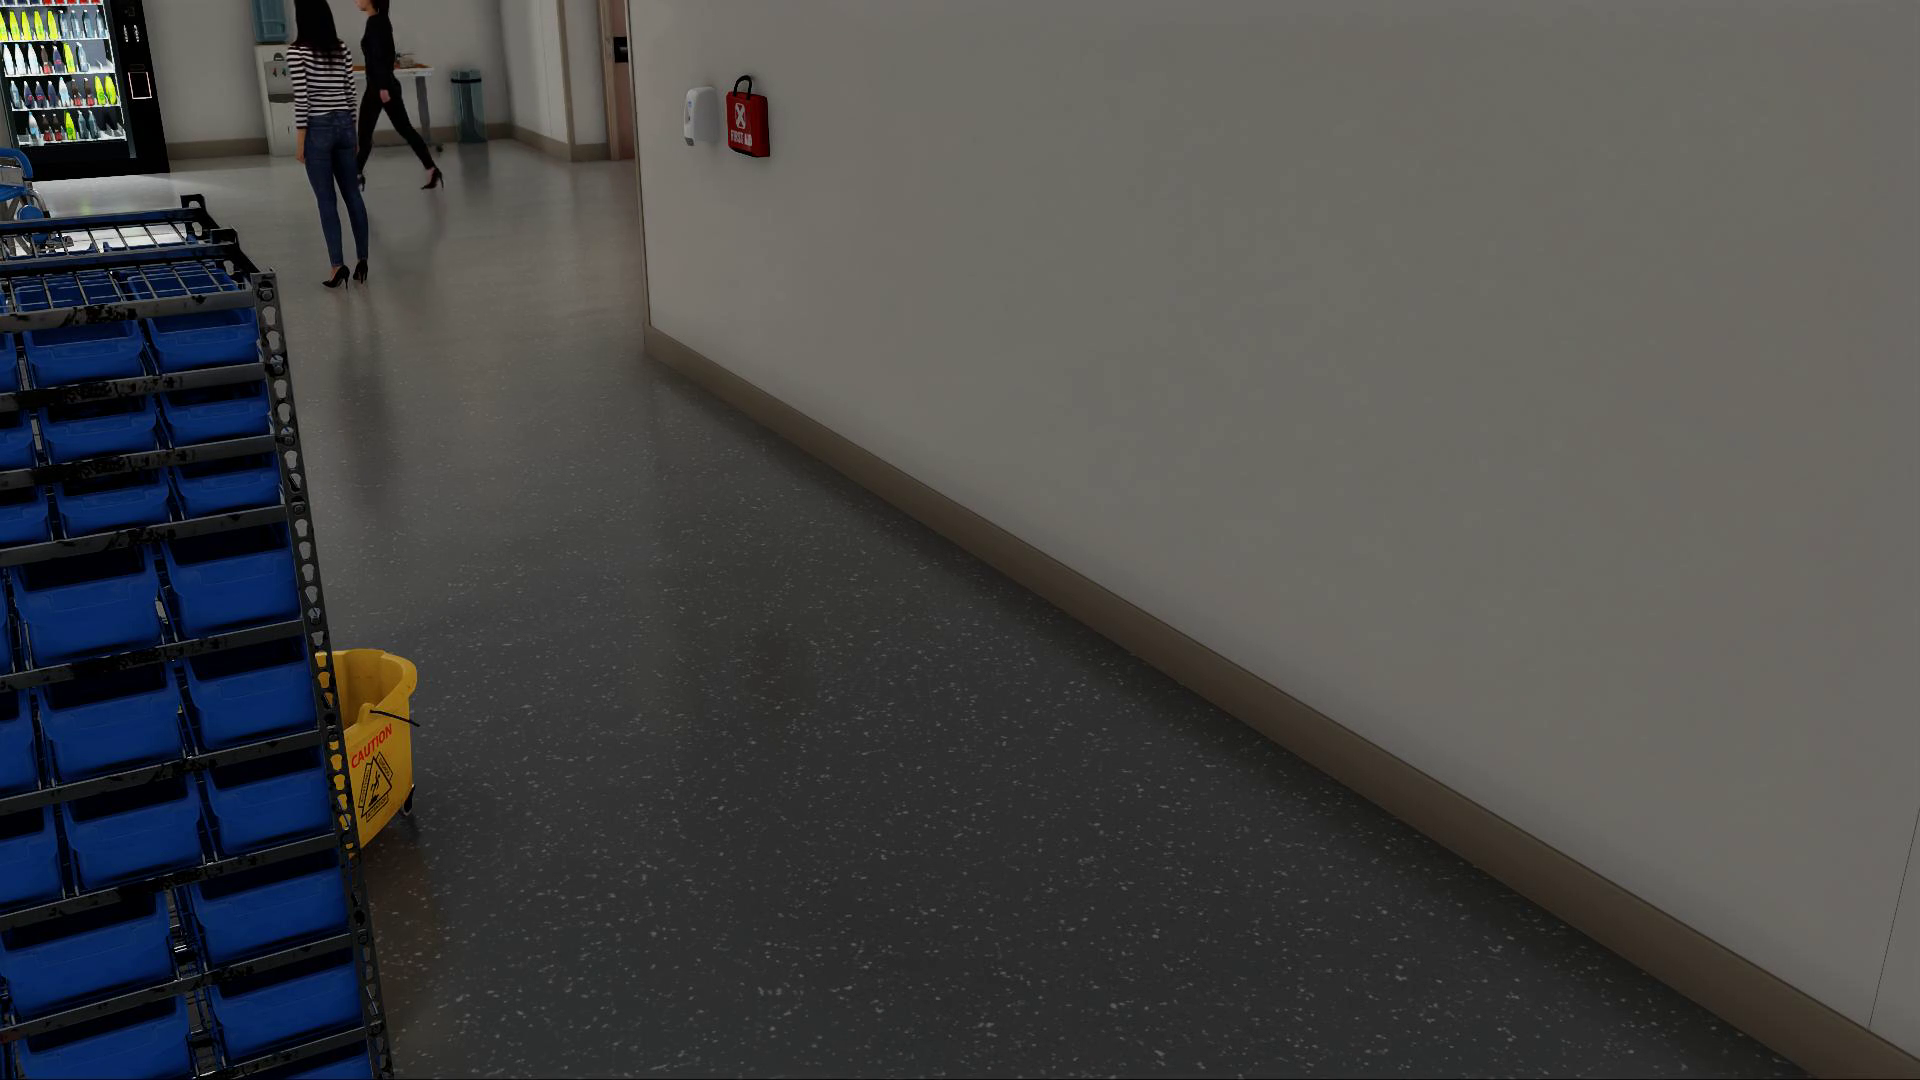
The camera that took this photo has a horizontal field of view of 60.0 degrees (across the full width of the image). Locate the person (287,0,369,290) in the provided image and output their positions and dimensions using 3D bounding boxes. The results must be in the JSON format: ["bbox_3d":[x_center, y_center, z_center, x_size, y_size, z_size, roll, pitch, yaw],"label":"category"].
[{"bbox_3d":[-3.916,-2.476,10.327,0.699,1.797,0.555,14,25,32],"label":"person"}]

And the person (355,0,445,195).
[{"bbox_3d":[-4.622,-3.640,13.580,1.152,1.669,0.919,-1,21,-3],"label":"person"}]
